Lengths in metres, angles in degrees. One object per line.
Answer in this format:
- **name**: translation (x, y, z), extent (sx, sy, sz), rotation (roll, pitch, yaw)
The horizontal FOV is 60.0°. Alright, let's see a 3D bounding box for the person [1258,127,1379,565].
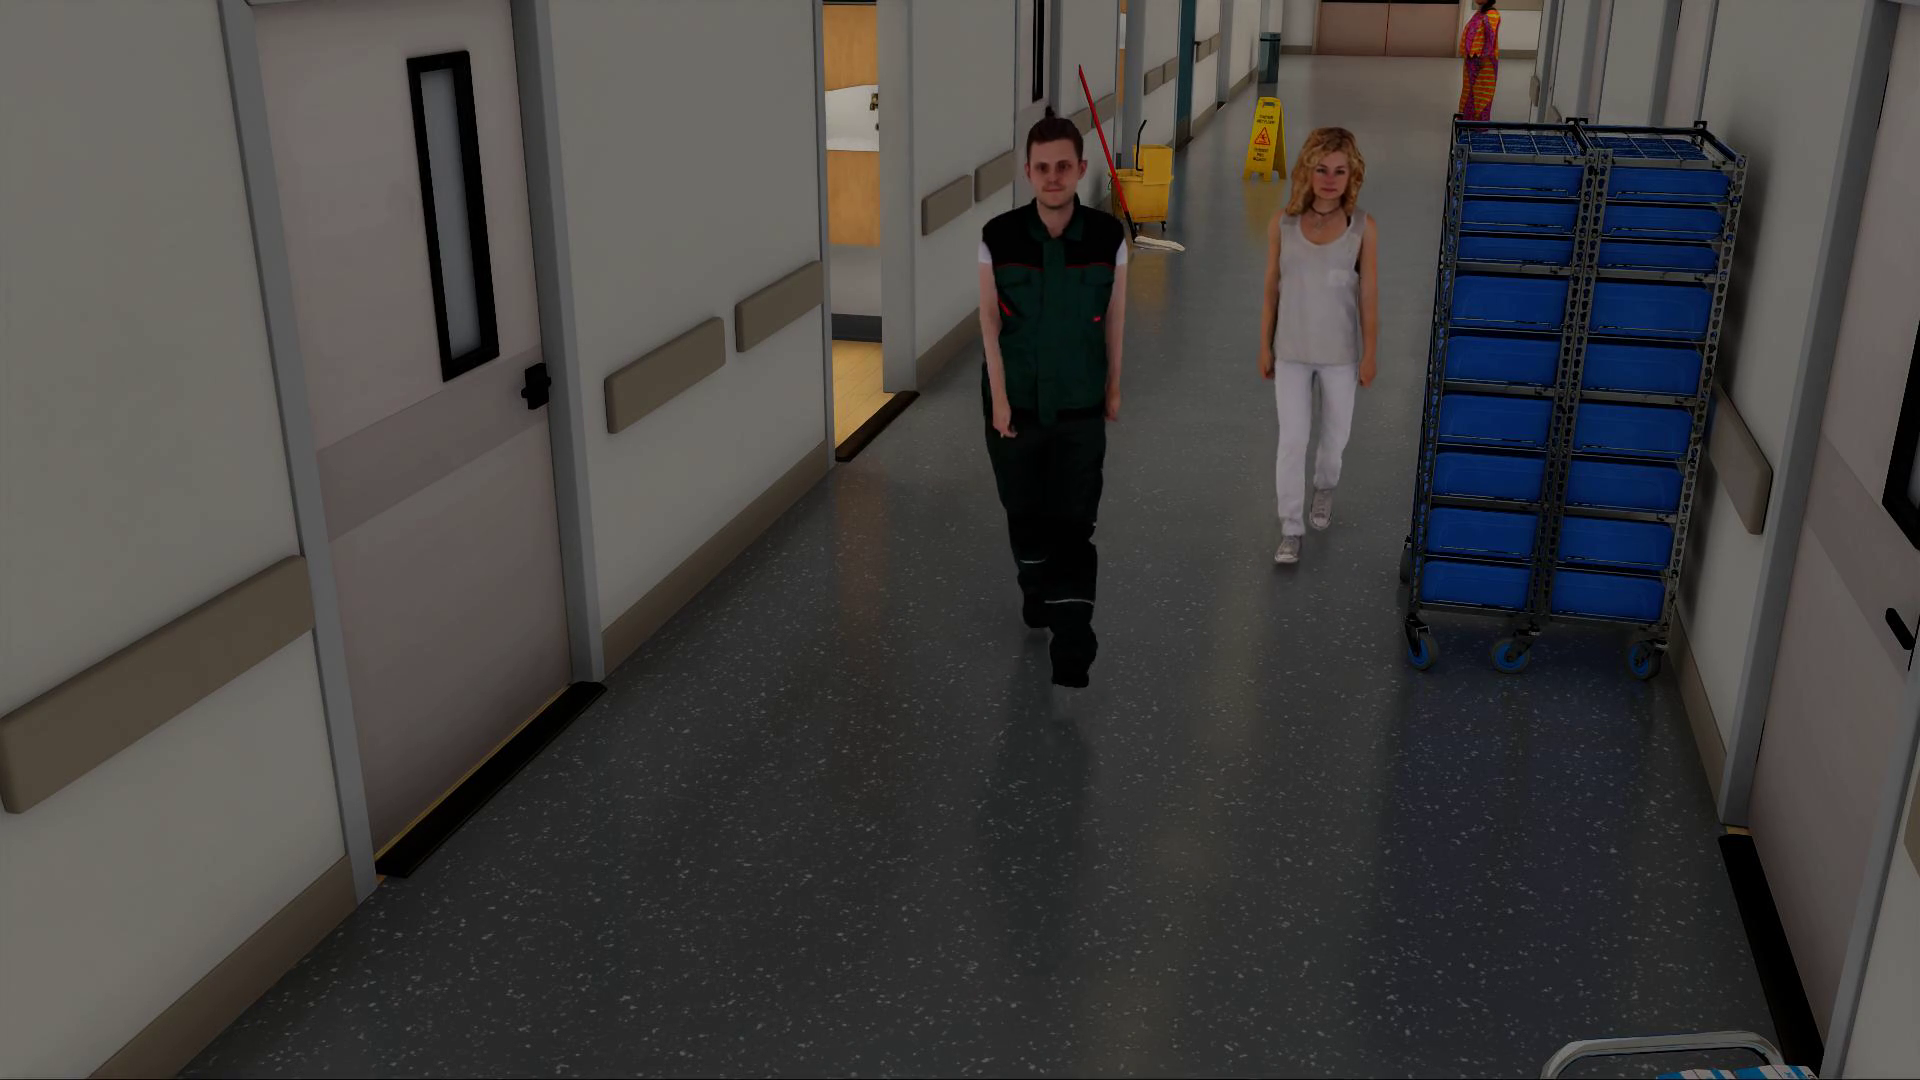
- **person**: translation (1.420, -0.770, 6.507), extent (0.639, 1.659, 0.865), rotation (7, 22, 17)

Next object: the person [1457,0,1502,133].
- **person**: translation (5.996, -5.596, 19.190), extent (0.780, 1.686, 0.680), rotation (0, 21, -1)

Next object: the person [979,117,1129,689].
- **person**: translation (0.276, -0.448, 5.487), extent (0.805, 1.780, 1.236), rotation (0, 21, 0)
